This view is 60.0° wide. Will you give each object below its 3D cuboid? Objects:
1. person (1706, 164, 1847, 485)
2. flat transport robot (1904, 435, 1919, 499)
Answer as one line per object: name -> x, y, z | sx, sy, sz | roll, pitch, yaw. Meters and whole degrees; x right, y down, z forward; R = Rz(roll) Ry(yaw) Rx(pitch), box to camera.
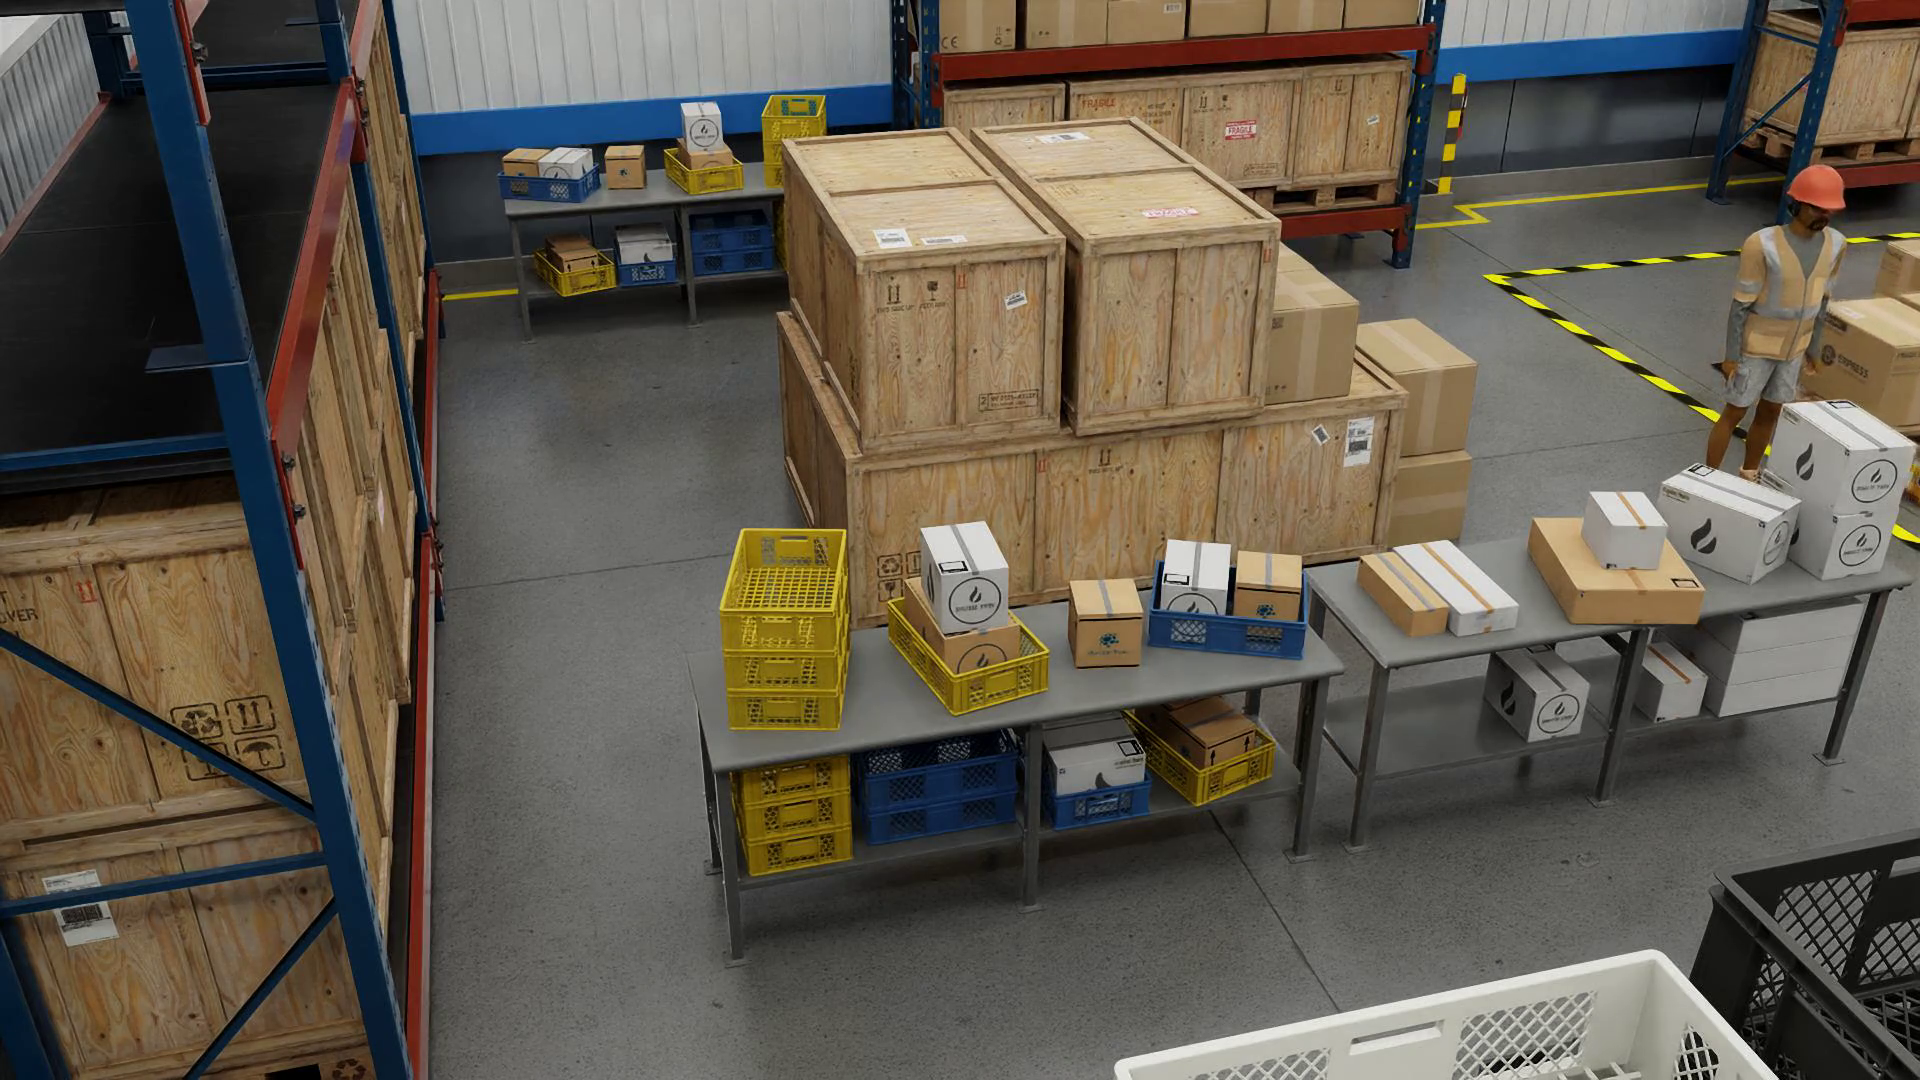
person -> 4.528, -1.078, 9.235 | 0.605, 2.046, 0.366 | -6, 29, -11
flat transport robot -> 5.767, -0.569, 10.120 | 0.652, 0.197, 1.431 | -7, 30, -13
